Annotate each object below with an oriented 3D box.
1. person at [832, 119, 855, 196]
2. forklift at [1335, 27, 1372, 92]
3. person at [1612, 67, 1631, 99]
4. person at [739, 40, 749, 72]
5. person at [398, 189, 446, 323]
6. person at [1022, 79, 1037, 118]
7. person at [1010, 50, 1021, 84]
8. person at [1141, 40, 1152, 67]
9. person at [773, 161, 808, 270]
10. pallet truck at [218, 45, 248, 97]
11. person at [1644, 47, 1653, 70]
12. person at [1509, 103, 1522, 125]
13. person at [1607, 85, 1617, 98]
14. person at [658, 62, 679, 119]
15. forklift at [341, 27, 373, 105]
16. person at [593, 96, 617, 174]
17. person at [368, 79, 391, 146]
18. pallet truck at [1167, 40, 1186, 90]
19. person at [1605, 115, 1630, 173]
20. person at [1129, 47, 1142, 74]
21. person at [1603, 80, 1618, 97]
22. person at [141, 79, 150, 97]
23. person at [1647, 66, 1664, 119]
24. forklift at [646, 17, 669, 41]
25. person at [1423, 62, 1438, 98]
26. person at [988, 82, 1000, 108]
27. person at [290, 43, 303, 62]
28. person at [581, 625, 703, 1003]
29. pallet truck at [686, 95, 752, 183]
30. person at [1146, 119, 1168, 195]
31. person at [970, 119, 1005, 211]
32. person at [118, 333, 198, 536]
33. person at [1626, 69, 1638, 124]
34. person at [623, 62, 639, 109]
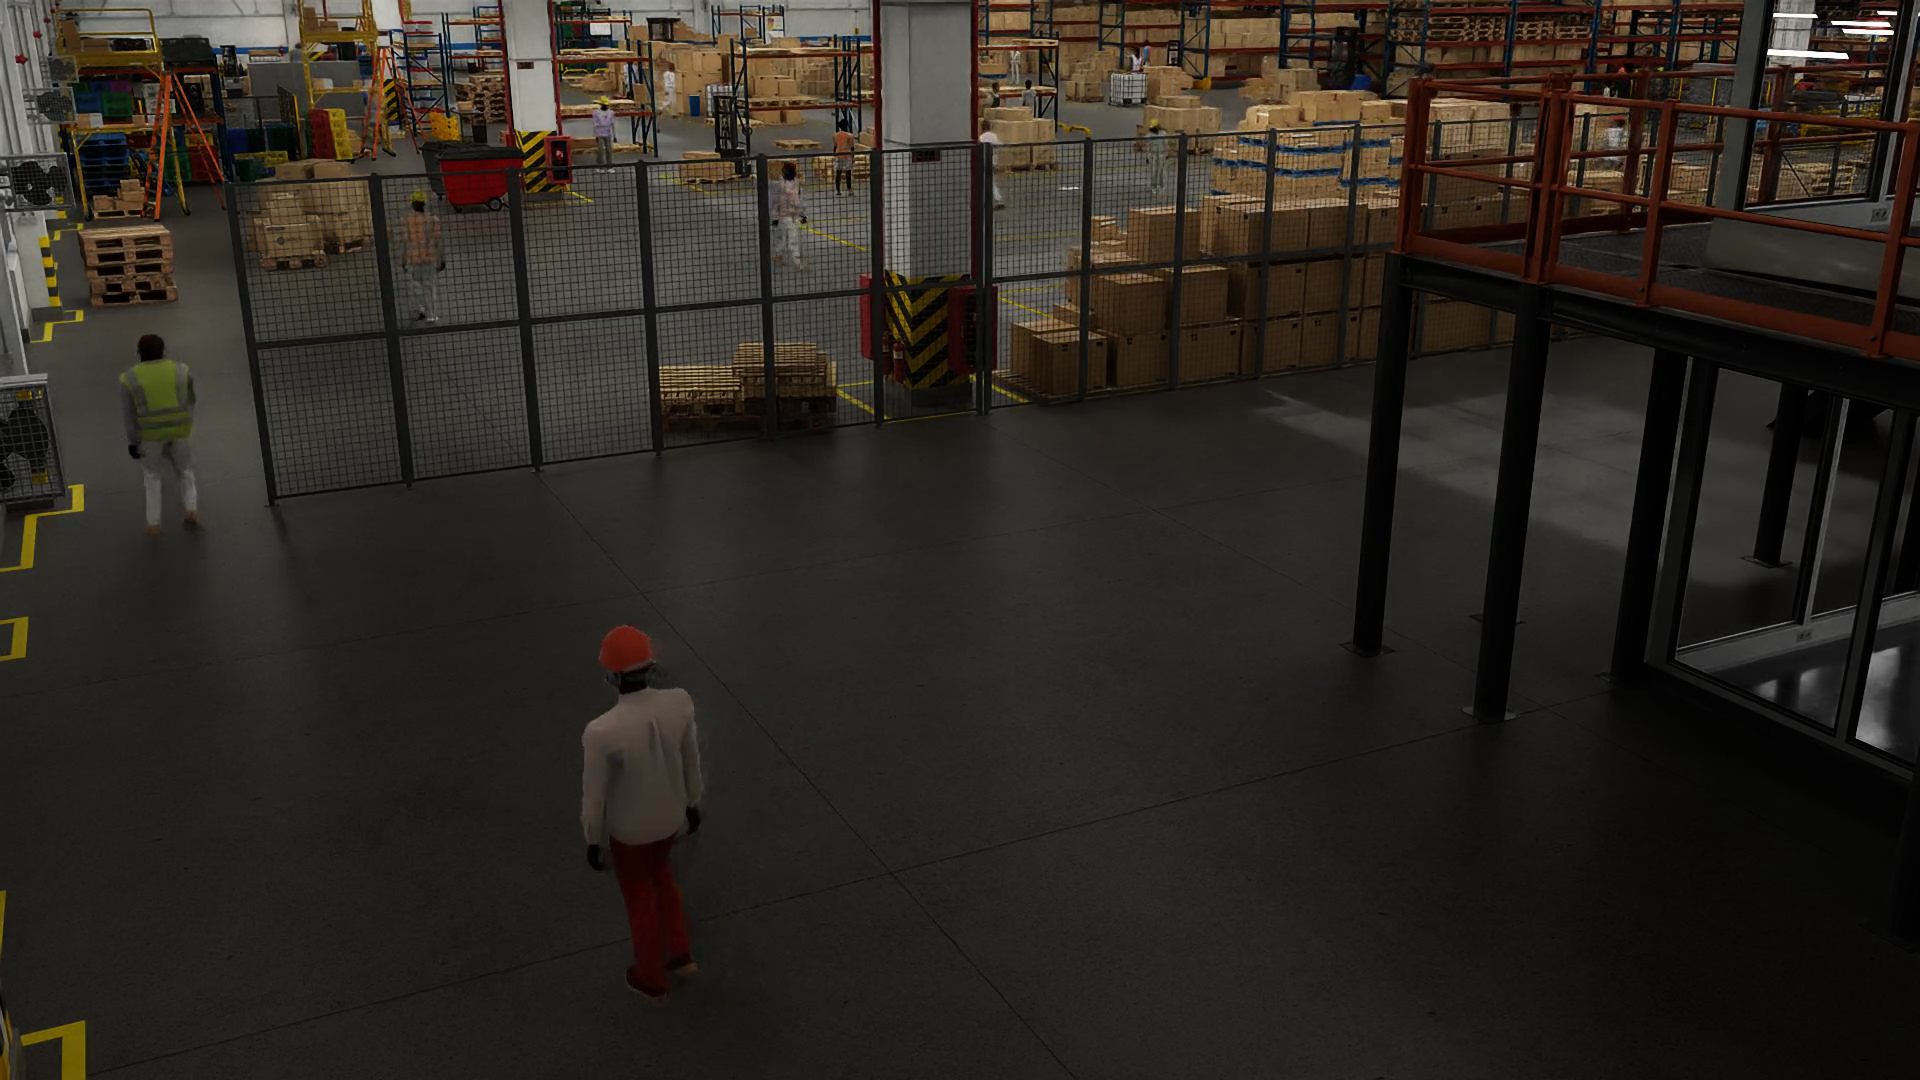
[{"bbox_3d":[-2.614,-8.607,37.424,0.534,1.693,0.321,6,20,18],"label":"person"},{"bbox_3d":[14.236,-17.512,61.434,1.873,2.768,1.129,-9,21,-25],"label":"forklift"},{"bbox_3d":[20.558,-13.739,51.893,0.624,1.962,0.963,3,19,8],"label":"person"},{"bbox_3d":[-9.262,-20.380,71.171,0.627,1.940,0.377,-6,20,-16],"label":"person"},{"bbox_3d":[-7.742,-4.099,24.017,0.607,1.907,0.439,-2,19,-6],"label":"person"},{"bbox_3d":[1.966,-12.268,47.770,0.519,1.865,0.326,-12,22,-31],"label":"person"},{"bbox_3d":[2.417,-20.832,72.930,0.514,1.641,0.307,10,21,26],"label":"person"},{"bbox_3d":[8.272,-21.301,73.985,0.429,1.842,0.636,9,21,23],"label":"person"},{"bbox_3d":[-2.940,-5.575,28.468,0.940,1.807,0.634,15,24,38],"label":"person"},{"bbox_3d":[-28.879,-18.665,66.111,0.823,1.965,1.885,-3,19,-9],"label":"pallet truck"},{"bbox_3d":[29.992,-20.732,72.694,0.735,1.610,0.504,3,19,9],"label":"person"},{"bbox_3d":[13.027,-9.430,39.529,0.973,1.873,0.594,11,22,28],"label":"person"},{"bbox_3d":[17.750,-11.483,45.495,0.517,1.865,0.328,-9,21,-24],"label":"person"},{"bbox_3d":[-9.892,-15.256,56.448,0.672,1.850,0.621,8,21,22],"label":"person"},{"bbox_3d":[-22.275,-17.346,60.954,1.873,2.768,1.129,-9,21,-25],"label":"forklift"},{"bbox_3d":[-8.842,-10.089,41.398,0.638,1.898,0.516,-15,24,-37],"label":"person"},{"bbox_3d":[-16.746,-12.319,47.903,0.995,1.886,0.544,15,24,36],"label":"person"},{"bbox_3d":[9.045,-19.971,69.895,0.823,1.965,1.885,-3,19,-8],"label":"pallet truck"},{"bbox_3d":[14.421,-8.403,36.479,0.657,1.913,0.547,-15,24,-38],"label":"person"},{"bbox_3d":[6.998,-18.641,66.177,0.624,1.905,0.442,-12,22,-31],"label":"person"},{"bbox_3d":[18.800,-12.510,48.313,0.361,1.963,0.612,-3,19,-10],"label":"person"},{"bbox_3d":[-25.095,-13.430,51.492,0.520,1.633,0.312,9,21,25],"label":"person"},{"bbox_3d":[23.428,-15.066,56.050,0.537,1.748,0.535,-8,21,-21],"label":"person"},{"bbox_3d":[-13.136,-21.333,72.511,1.129,2.768,1.873,-17,25,-40],"label":"forklift"},{"bbox_3d":[15.089,-14.443,53.806,0.731,2.000,0.695,4,19,12],"label":"person"},{"bbox_3d":[1.045,-12.137,47.483,0.958,1.793,0.540,17,25,41],"label":"person"},{"bbox_3d":[-27.854,-19.981,70.065,0.656,1.905,0.710,-14,24,-36],"label":"person"},{"bbox_3d":[-1.559,1.349,8.109,0.435,1.982,0.642,17,25,41],"label":"person"},{"bbox_3d":[-5.836,-9.608,39.856,0.823,1.965,1.885,10,22,27],"label":"pallet truck"},{"bbox_3d":[4.436,-8.639,37.511,0.513,1.679,0.734,3,19,8],"label":"person"},{"bbox_3d":[0.572,-7.908,35.102,1.009,1.899,0.641,10,22,27],"label":"person"},{"bbox_3d":[-7.221,-0.964,15.071,0.632,1.814,0.441,-11,22,-29],"label":"person"},{"bbox_3d":[22.135,-14.548,54.543,0.357,1.755,0.519,16,25,39],"label":"person"},{"bbox_3d":[-11.808,-16.447,59.768,0.543,1.940,0.361,-18,26,-41],"label":"person"}]
